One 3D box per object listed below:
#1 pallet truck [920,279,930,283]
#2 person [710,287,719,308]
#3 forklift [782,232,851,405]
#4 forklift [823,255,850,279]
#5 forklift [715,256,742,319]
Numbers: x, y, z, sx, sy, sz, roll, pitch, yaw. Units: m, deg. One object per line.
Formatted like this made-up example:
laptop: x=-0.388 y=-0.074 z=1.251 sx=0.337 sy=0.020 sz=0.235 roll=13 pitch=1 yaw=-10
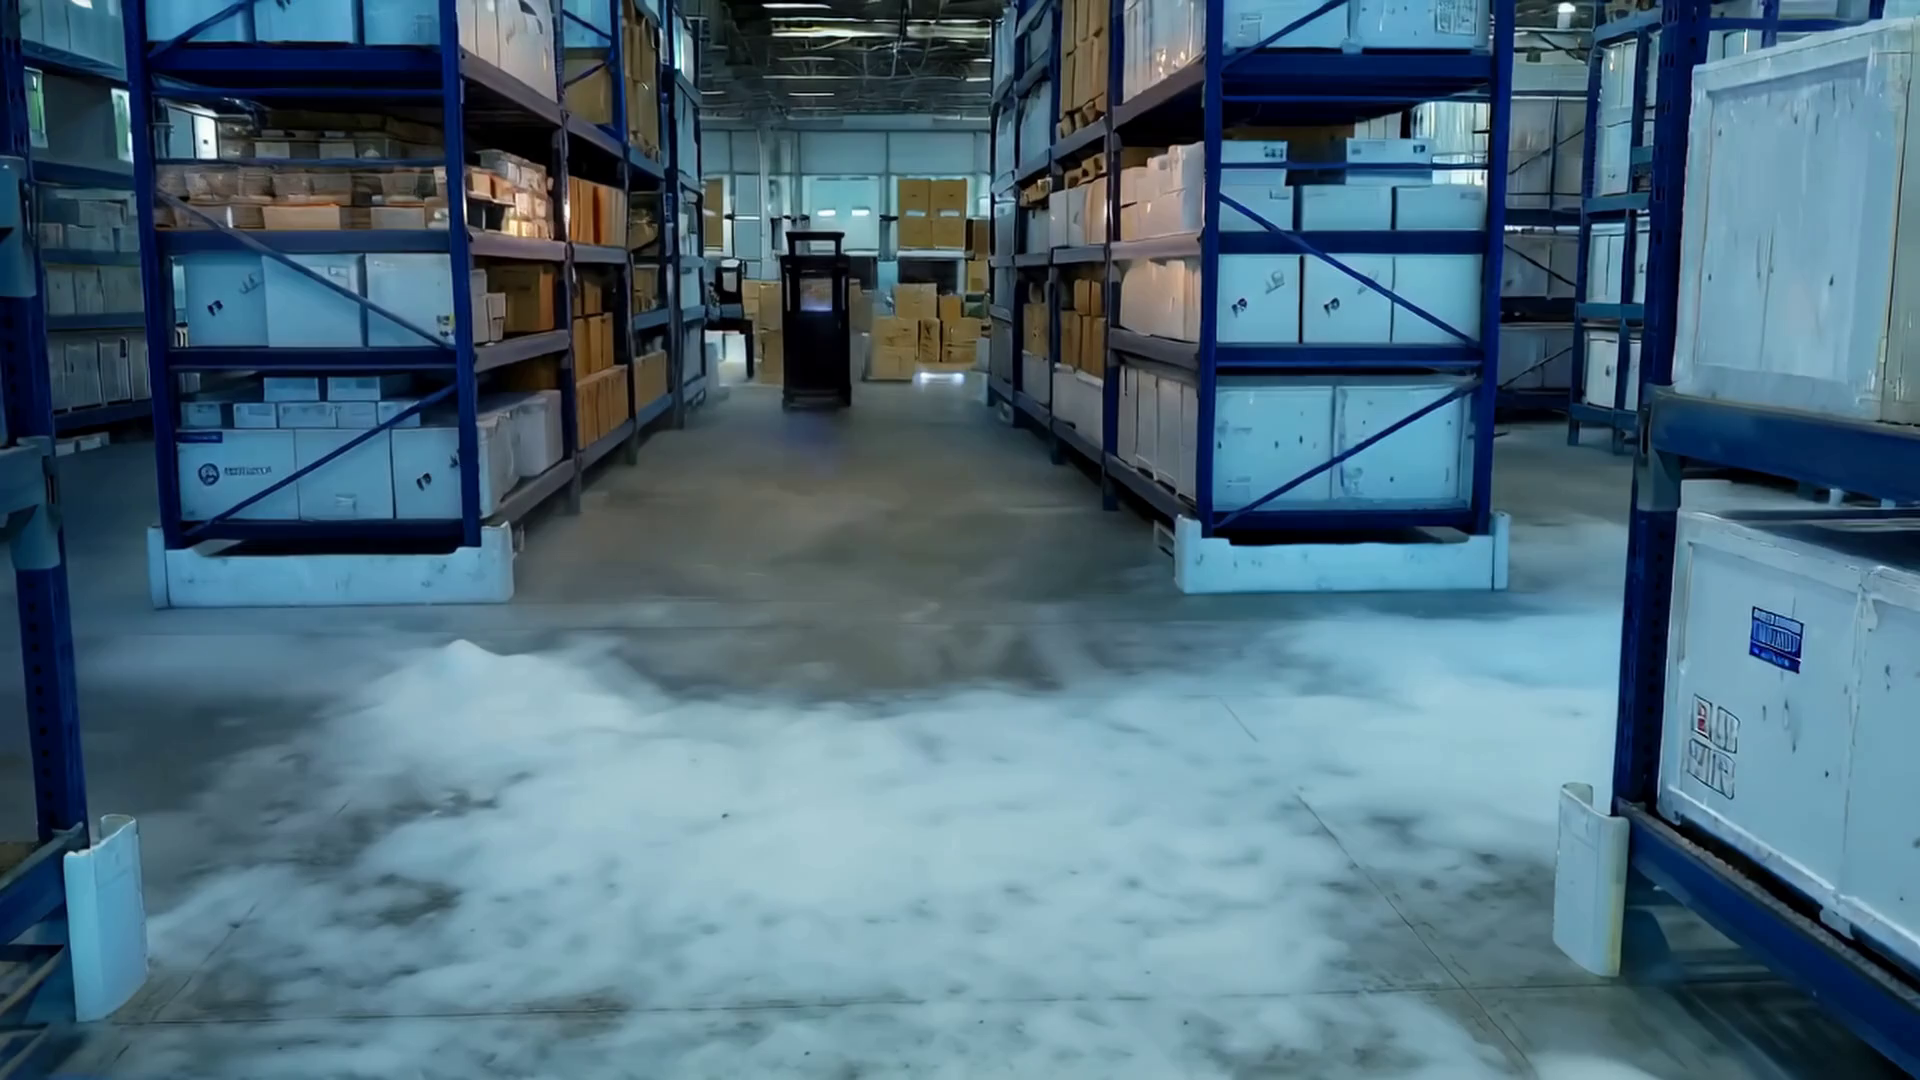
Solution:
pallet truck: x=-0.932 y=-8.922 z=63.114 sx=1.885 sy=1.965 sz=0.823 roll=2 pitch=9 yaw=13
person: x=-9.113 y=-8.608 z=62.083 sx=0.535 sy=1.699 sz=0.318 roll=1 pitch=9 yaw=6
forklift: x=-2.377 y=-3.690 z=27.498 sx=1.129 sy=2.768 sz=1.873 roll=-1 pitch=9 yaw=-4
forklift: x=-4.347 y=-8.652 z=58.655 sx=1.129 sy=2.768 sz=1.873 roll=-6 pitch=11 yaw=-31
forklift: x=-8.573 y=-9.185 z=62.001 sx=1.129 sy=2.768 sz=1.873 roll=-1 pitch=9 yaw=-4
